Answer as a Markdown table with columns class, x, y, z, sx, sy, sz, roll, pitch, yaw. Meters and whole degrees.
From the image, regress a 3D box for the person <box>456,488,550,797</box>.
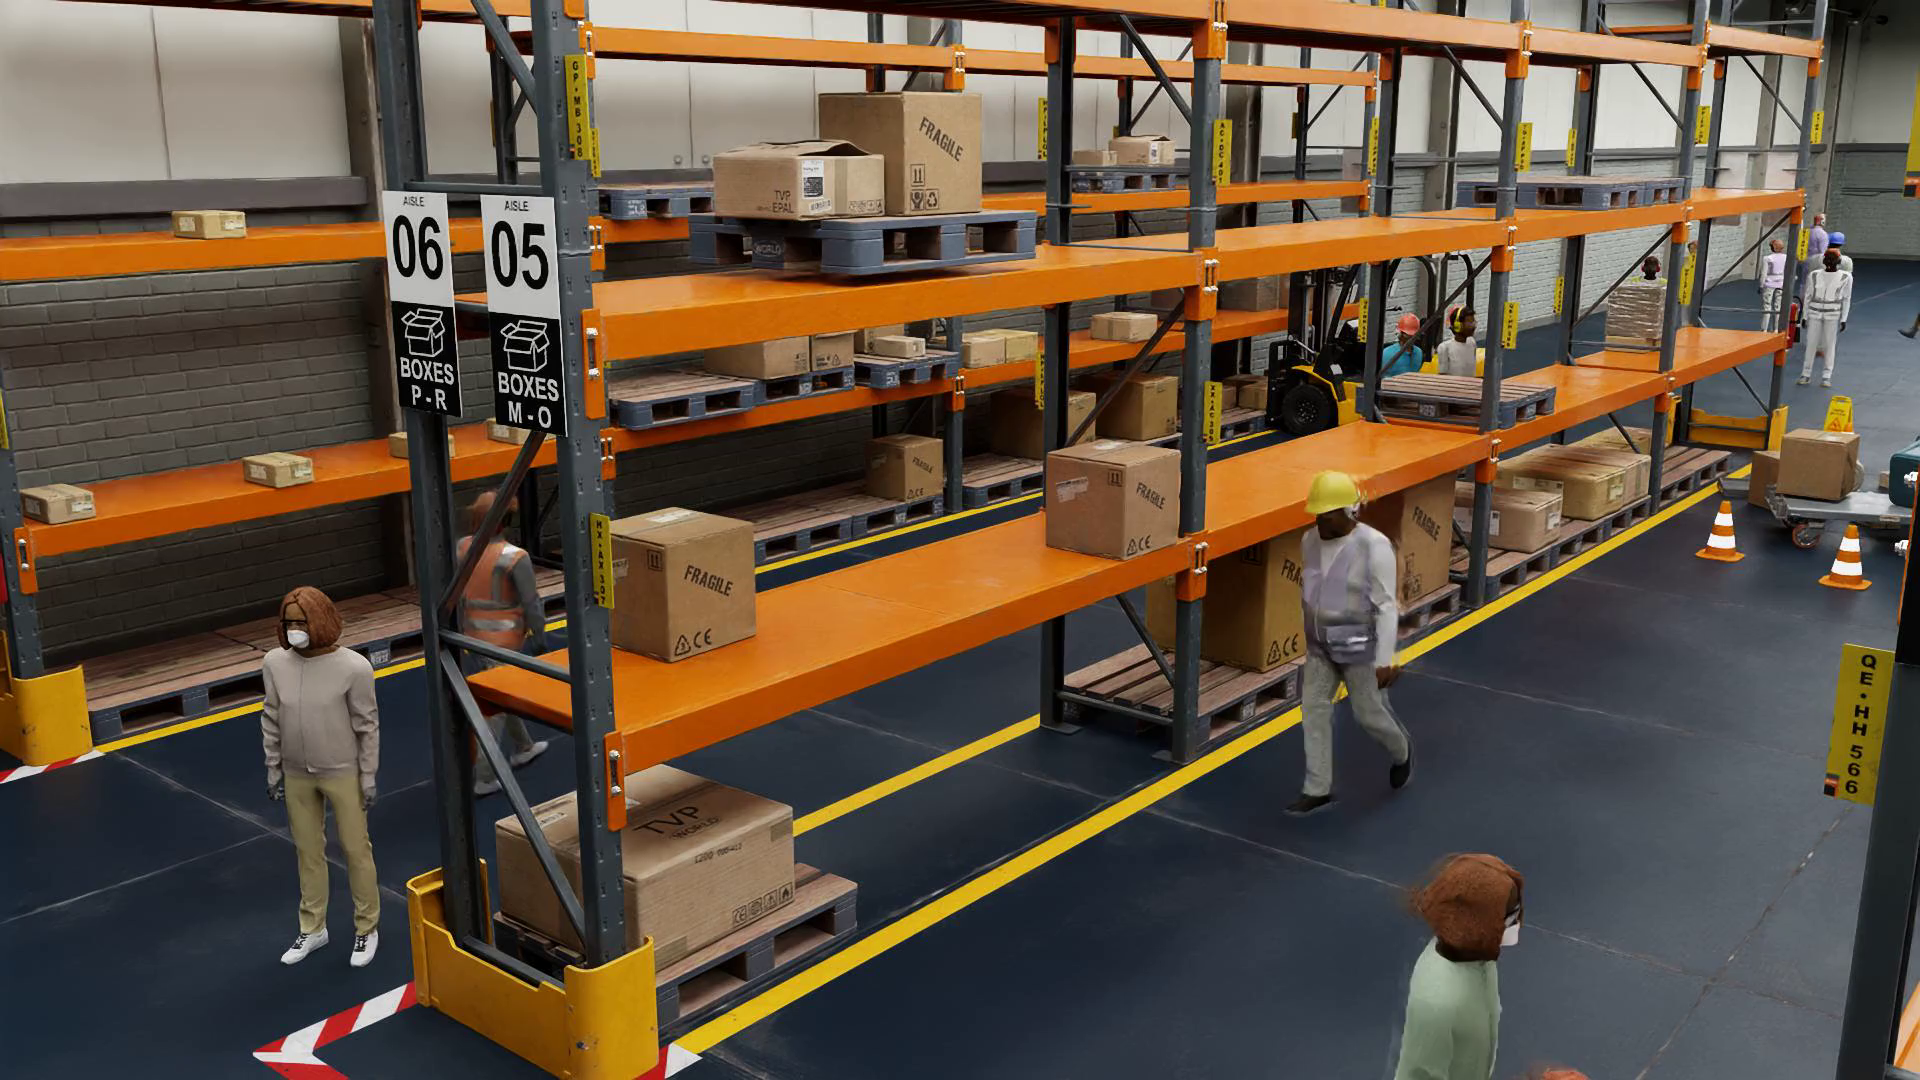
| class | x | y | z | sx | sy | sz | roll | pitch | yaw |
| --- | --- | --- | --- | --- | --- | --- | --- | --- | --- |
| person | -2.373 | 0.513 | 8.842 | 0.546 | 1.608 | 0.757 | 8 | 16 | 31 |

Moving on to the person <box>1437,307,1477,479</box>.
| class | x | y | z | sx | sy | sz | roll | pitch | yaw |
| --- | --- | --- | --- | --- | --- | --- | --- | --- | --- |
| person | 4.599 | -1.222 | 15.399 | 0.532 | 1.869 | 0.319 | -10 | 17 | -35 |

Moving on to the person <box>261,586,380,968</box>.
| class | x | y | z | sx | sy | sz | roll | pitch | yaw |
| --- | --- | --- | --- | --- | --- | --- | --- | --- | --- |
| person | -2.648 | 0.983 | 6.909 | 0.497 | 1.633 | 0.284 | 2 | 14 | 7 |

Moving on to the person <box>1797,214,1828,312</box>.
| class | x | y | z | sx | sy | sz | roll | pitch | yaw |
| --- | --- | --- | --- | --- | --- | --- | --- | --- | --- |
| person | 16.449 | -5.316 | 32.016 | 0.400 | 1.900 | 0.648 | -1 | 14 | -5 |

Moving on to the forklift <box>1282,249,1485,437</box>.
| class | x | y | z | sx | sy | sz | roll | pitch | yaw |
| --- | --- | --- | --- | --- | --- | --- | --- | --- | --- |
| forklift | 4.886 | -2.214 | 18.767 | 2.313 | 2.155 | 1.214 | 11 | 18 | 38 |

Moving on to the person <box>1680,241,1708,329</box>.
| class | x | y | z | sx | sy | sz | roll | pitch | yaw |
| --- | --- | --- | --- | --- | --- | --- | --- | --- | --- |
| person | 12.445 | -4.264 | 28.284 | 0.434 | 1.633 | 0.522 | -9 | 16 | -33 |

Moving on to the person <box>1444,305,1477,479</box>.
| class | x | y | z | sx | sy | sz | roll | pitch | yaw |
| --- | --- | --- | --- | --- | --- | --- | --- | --- | --- |
| person | 4.993 | -1.483 | 16.711 | 0.332 | 1.746 | 0.559 | 3 | 14 | 14 |

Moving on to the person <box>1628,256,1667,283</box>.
| class | x | y | z | sx | sy | sz | roll | pitch | yaw |
| --- | --- | --- | --- | --- | --- | --- | --- | --- | --- |
| person | 9.049 | -2.827 | 21.972 | 0.566 | 1.849 | 0.389 | 6 | 15 | 24 |

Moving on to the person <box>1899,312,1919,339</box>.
| class | x | y | z | sx | sy | sz | roll | pitch | yaw |
| --- | --- | --- | --- | --- | --- | --- | --- | --- | --- |
| person | 16.249 | -4.261 | 27.715 | 0.949 | 1.891 | 0.574 | -2 | 14 | -8 |

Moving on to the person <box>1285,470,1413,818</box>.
| class | x | y | z | sx | sy | sz | roll | pitch | yaw |
| --- | --- | --- | --- | --- | --- | --- | --- | --- | --- |
| person | 2.037 | 0.512 | 8.501 | 0.800 | 1.795 | 0.646 | -10 | 17 | -34 |

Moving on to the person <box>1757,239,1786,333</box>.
| class | x | y | z | sx | sy | sz | roll | pitch | yaw |
| --- | --- | --- | --- | --- | --- | --- | --- | --- | --- |
| person | 13.956 | -4.341 | 28.569 | 0.514 | 1.641 | 0.308 | -3 | 14 | -13 |

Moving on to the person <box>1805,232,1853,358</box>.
| class | x | y | z | sx | sy | sz | roll | pitch | yaw |
| --- | --- | --- | --- | --- | --- | --- | --- | --- | --- |
| person | 13.452 | -3.780 | 25.686 | 0.711 | 1.924 | 0.653 | -12 | 19 | -41 |

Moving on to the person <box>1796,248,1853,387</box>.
| class | x | y | z | sx | sy | sz | roll | pitch | yaw |
| --- | --- | --- | --- | --- | --- | --- | --- | --- | --- |
| person | 11.858 | -3.049 | 22.811 | 0.573 | 1.883 | 0.355 | 11 | 18 | 38 |

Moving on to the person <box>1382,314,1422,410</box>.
| class | x | y | z | sx | sy | sz | roll | pitch | yaw |
| --- | --- | --- | --- | --- | --- | --- | --- | --- | --- |
| person | 4.232 | -1.294 | 15.943 | 0.561 | 1.745 | 0.339 | -9 | 17 | -33 |

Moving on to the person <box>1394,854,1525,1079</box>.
| class | x | y | z | sx | sy | sz | roll | pitch | yaw |
| --- | --- | --- | --- | --- | --- | --- | --- | --- | --- |
| person | 1.283 | 1.579 | 4.534 | 0.734 | 1.603 | 0.516 | 9 | 16 | 33 |

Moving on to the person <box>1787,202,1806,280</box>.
| class | x | y | z | sx | sy | sz | roll | pitch | yaw |
| --- | --- | --- | --- | --- | --- | --- | --- | --- | --- |
| person | 19.743 | -7.079 | 39.325 | 0.341 | 1.839 | 0.501 | 5 | 15 | 18 |
